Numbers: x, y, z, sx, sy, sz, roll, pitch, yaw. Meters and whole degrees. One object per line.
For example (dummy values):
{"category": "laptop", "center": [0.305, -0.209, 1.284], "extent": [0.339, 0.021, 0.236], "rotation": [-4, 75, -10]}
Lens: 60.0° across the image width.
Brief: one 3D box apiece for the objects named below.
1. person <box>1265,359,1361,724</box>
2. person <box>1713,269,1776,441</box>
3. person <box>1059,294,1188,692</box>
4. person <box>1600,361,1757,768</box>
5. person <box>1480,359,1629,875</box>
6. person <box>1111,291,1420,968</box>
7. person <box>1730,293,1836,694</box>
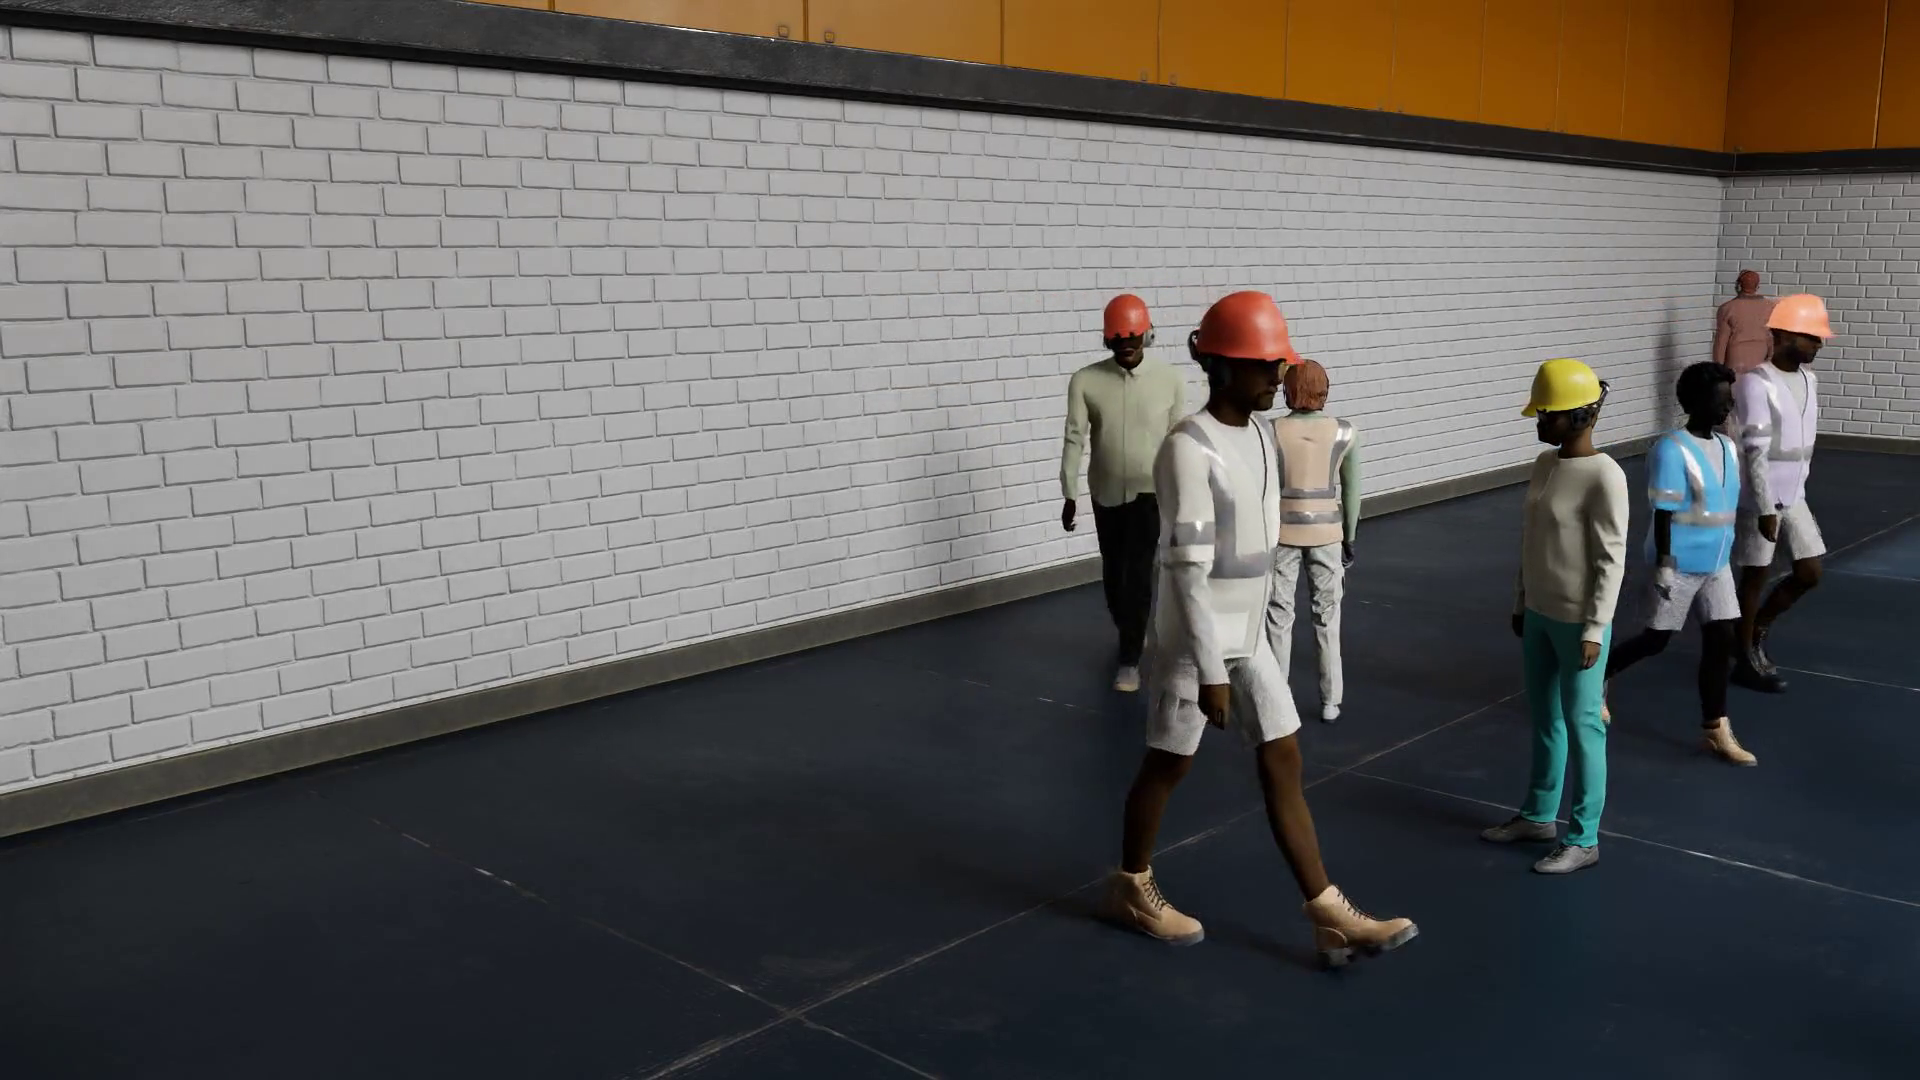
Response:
{"category": "person", "center": [1.526, 0.013, 7.445], "extent": [0.517, 1.639, 0.313], "rotation": [0, 10, 3]}
{"category": "person", "center": [7.879, -1.760, 16.773], "extent": [0.639, 1.913, 0.409], "rotation": [0, 10, -3]}
{"category": "person", "center": [0.826, -0.283, 8.383], "extent": [0.628, 1.926, 1.035], "rotation": [2, 10, 9]}
{"category": "person", "center": [3.020, 0.070, 7.020], "extent": [0.535, 1.673, 0.767], "rotation": [-6, 11, -29]}
{"category": "person", "center": [2.048, 0.262, 5.699], "extent": [0.328, 1.759, 0.524], "rotation": [-2, 10, -11]}
{"category": "person", "center": [0.850, 0.292, 4.838], "extent": [1.013, 1.992, 0.640], "rotation": [8, 13, 37]}
{"category": "person", "center": [3.873, -0.206, 7.894], "extent": [0.548, 1.913, 0.412], "rotation": [-5, 11, -26]}
